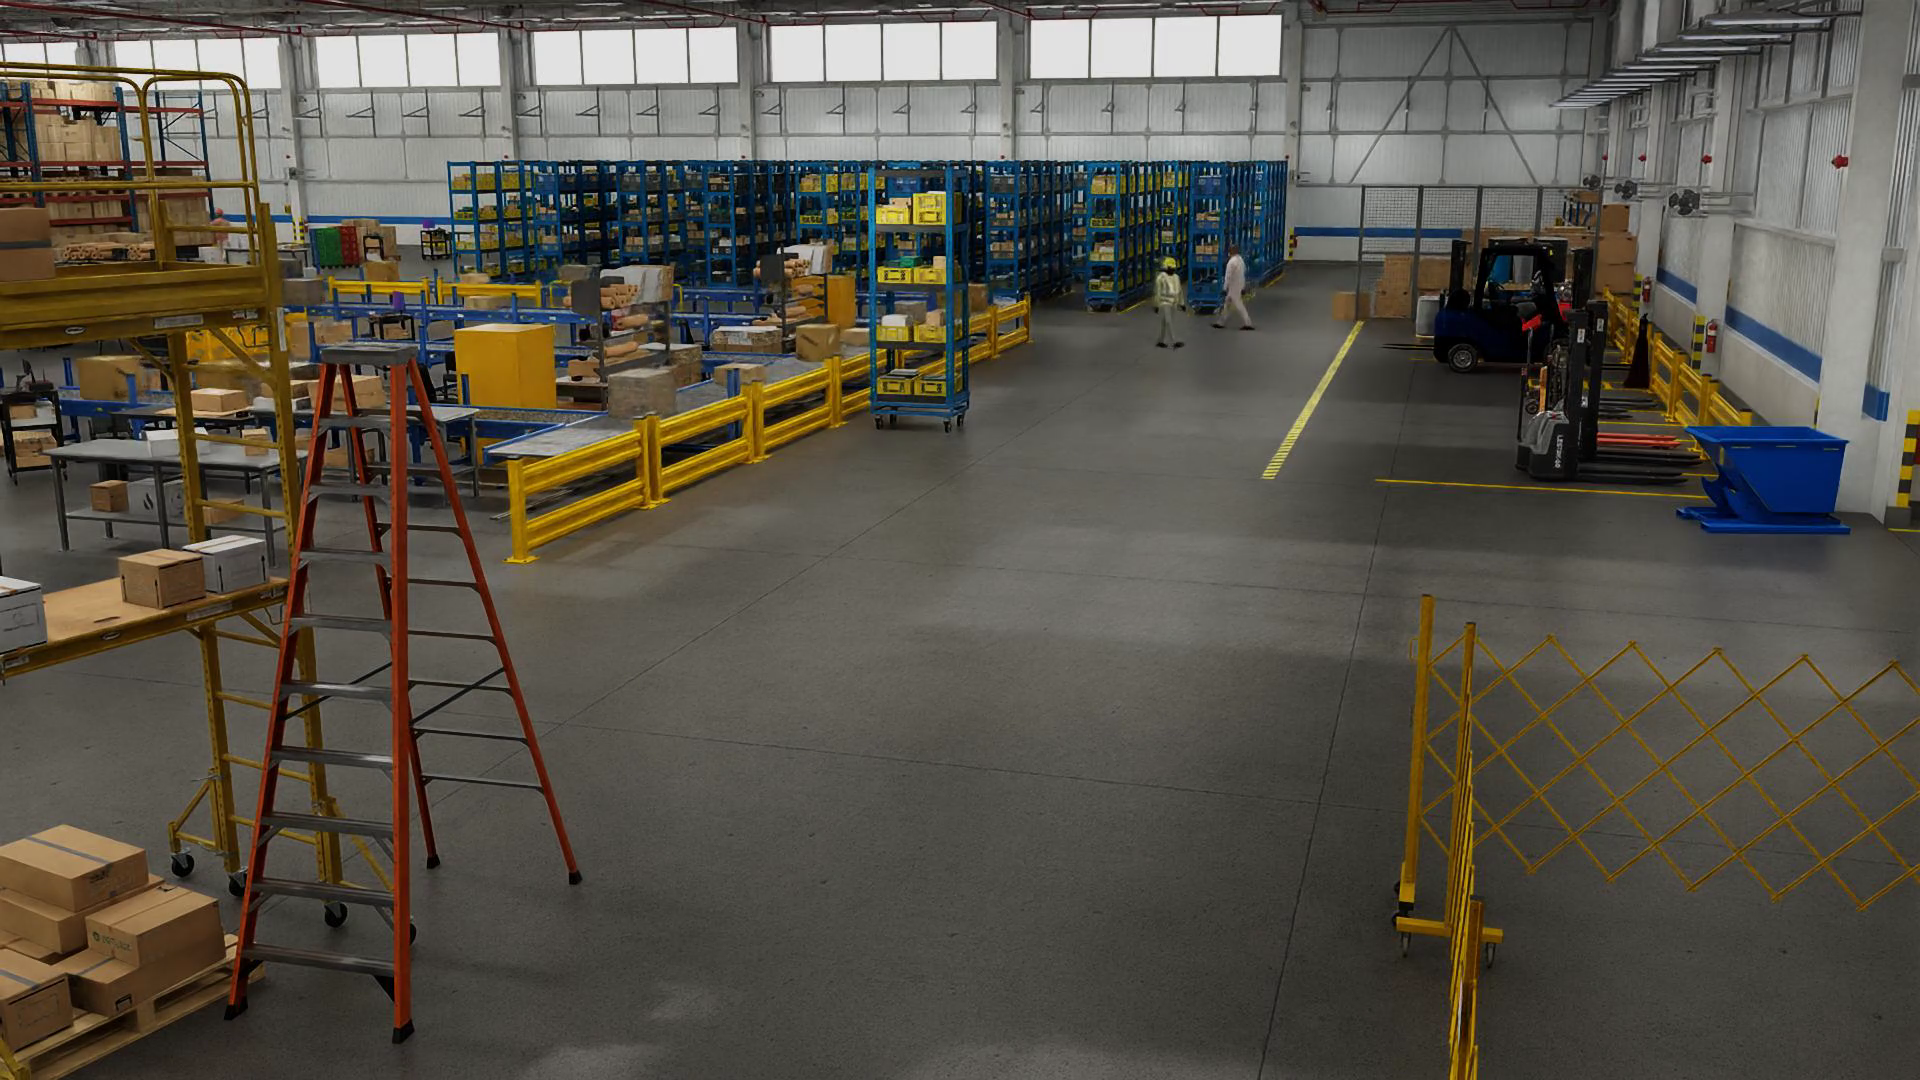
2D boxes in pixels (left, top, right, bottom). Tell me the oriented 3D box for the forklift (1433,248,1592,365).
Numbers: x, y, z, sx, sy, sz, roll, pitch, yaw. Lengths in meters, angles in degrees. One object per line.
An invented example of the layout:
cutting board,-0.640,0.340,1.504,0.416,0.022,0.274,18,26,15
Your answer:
forklift,9.780,-4.111,29.280,2.680,1.987,1.157,3,13,14

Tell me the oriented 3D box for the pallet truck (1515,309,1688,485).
pallet truck,7.554,-1.677,19.446,1.885,1.965,0.823,3,13,14

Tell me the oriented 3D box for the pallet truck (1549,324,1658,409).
pallet truck,9.824,-2.669,25.407,1.601,1.201,0.680,4,14,16

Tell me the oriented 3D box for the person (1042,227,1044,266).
person,2.400,-8.277,48.310,0.466,1.828,0.585,5,14,21

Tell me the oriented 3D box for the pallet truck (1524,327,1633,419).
pallet truck,9.065,-2.460,24.370,1.522,1.261,0.704,3,13,14

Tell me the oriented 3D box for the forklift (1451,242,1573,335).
forklift,10.464,-4.597,31.405,2.680,1.987,1.157,4,14,16

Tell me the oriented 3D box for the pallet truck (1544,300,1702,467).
pallet truck,8.263,-1.952,20.631,1.885,1.965,0.823,5,14,20

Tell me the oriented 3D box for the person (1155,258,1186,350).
person,4.170,-4.639,32.694,0.593,1.785,0.914,-11,17,-41

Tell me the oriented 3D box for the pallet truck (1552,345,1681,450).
pallet truck,8.641,-1.896,21.908,1.630,1.274,0.653,4,14,16

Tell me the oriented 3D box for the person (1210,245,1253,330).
person,6.010,-5.535,36.456,1.014,1.851,0.647,7,15,27

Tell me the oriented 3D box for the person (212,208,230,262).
person,-25.225,-10.331,56.861,0.636,1.980,0.513,-2,13,-9

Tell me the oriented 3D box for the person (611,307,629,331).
person,-6.176,-4.079,30.345,0.345,1.759,0.527,-9,16,-35
